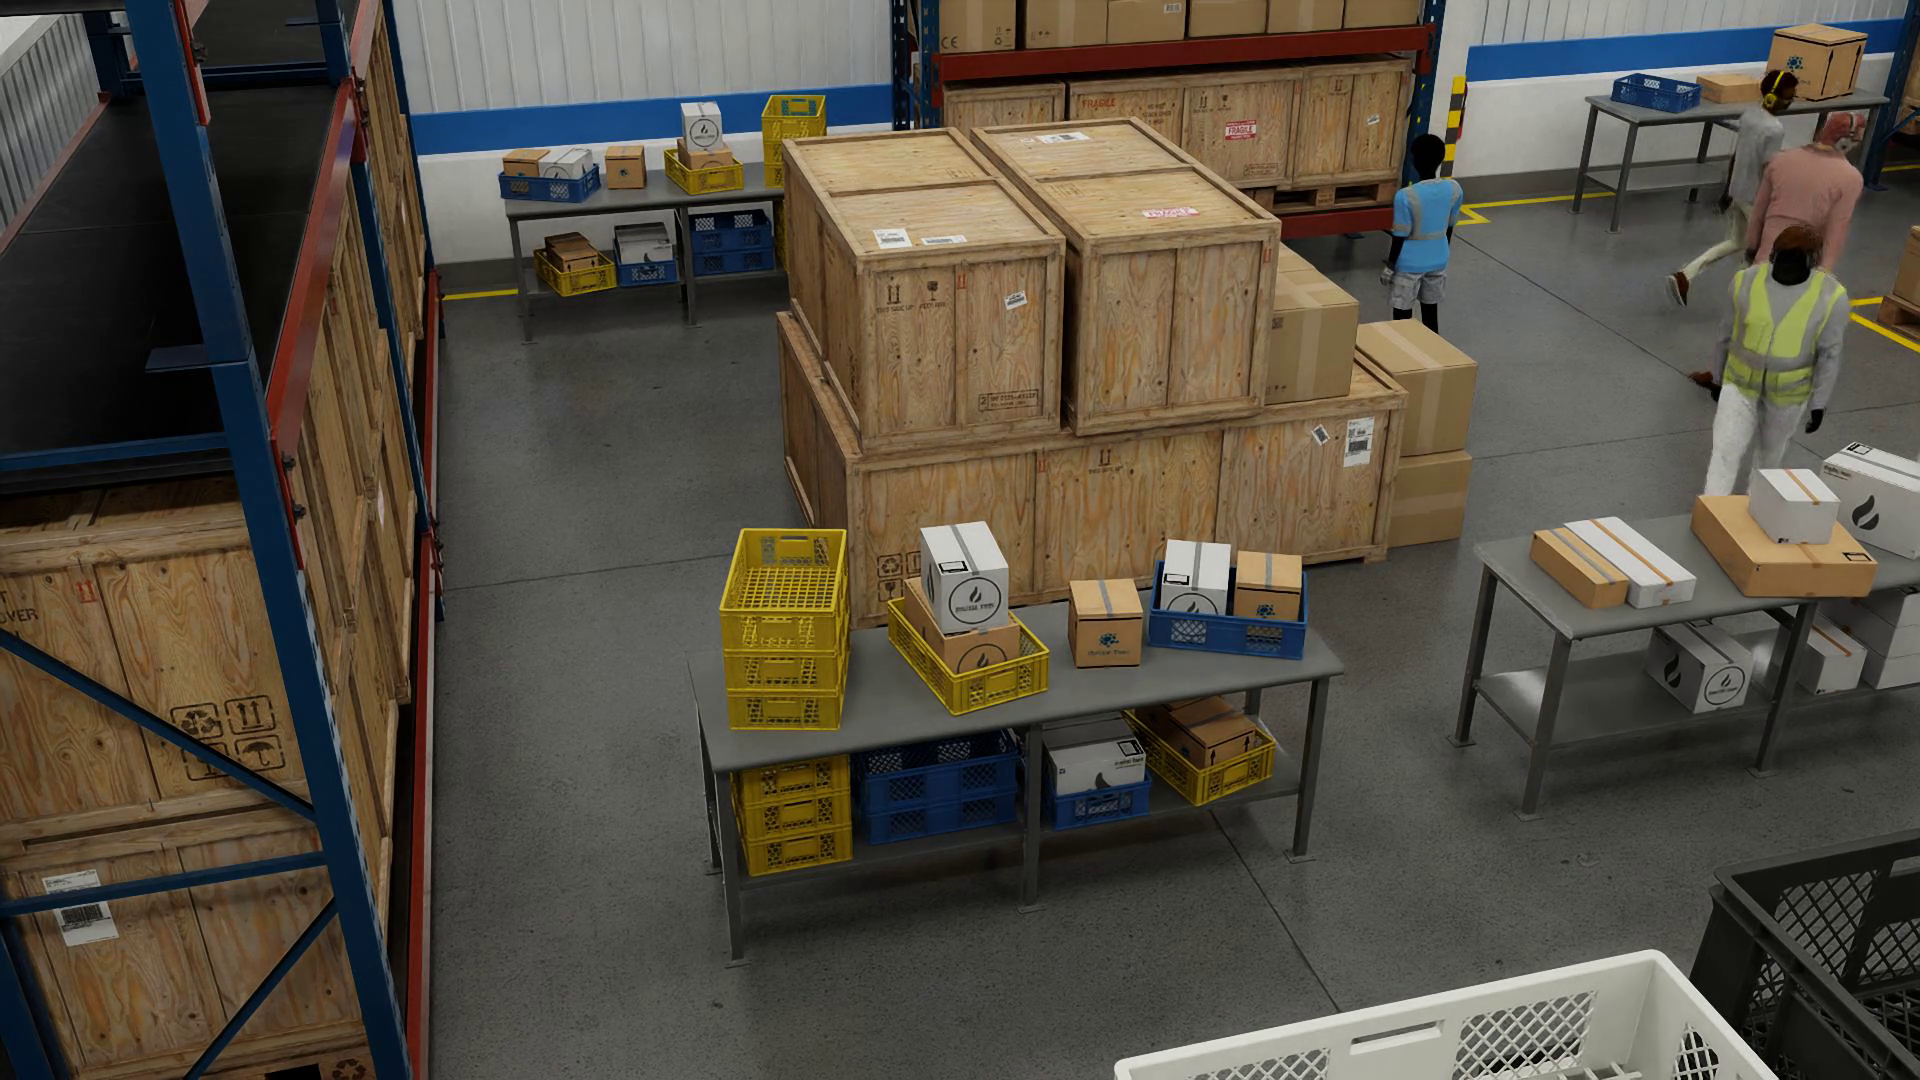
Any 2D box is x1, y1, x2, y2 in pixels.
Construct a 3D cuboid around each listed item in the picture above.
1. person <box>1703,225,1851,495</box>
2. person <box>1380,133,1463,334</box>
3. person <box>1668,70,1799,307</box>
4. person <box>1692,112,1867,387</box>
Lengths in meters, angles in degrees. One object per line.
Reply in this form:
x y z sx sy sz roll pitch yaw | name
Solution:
4.376 -0.827 9.025 0.637 1.796 0.957 17 33 28 | person
3.001 -1.811 10.911 0.530 1.692 0.321 -13 32 -23 | person
5.651 -2.467 11.952 0.699 1.839 0.533 -2 29 -4 | person
5.403 -1.852 10.826 0.705 1.866 0.665 -20 35 -32 | person
